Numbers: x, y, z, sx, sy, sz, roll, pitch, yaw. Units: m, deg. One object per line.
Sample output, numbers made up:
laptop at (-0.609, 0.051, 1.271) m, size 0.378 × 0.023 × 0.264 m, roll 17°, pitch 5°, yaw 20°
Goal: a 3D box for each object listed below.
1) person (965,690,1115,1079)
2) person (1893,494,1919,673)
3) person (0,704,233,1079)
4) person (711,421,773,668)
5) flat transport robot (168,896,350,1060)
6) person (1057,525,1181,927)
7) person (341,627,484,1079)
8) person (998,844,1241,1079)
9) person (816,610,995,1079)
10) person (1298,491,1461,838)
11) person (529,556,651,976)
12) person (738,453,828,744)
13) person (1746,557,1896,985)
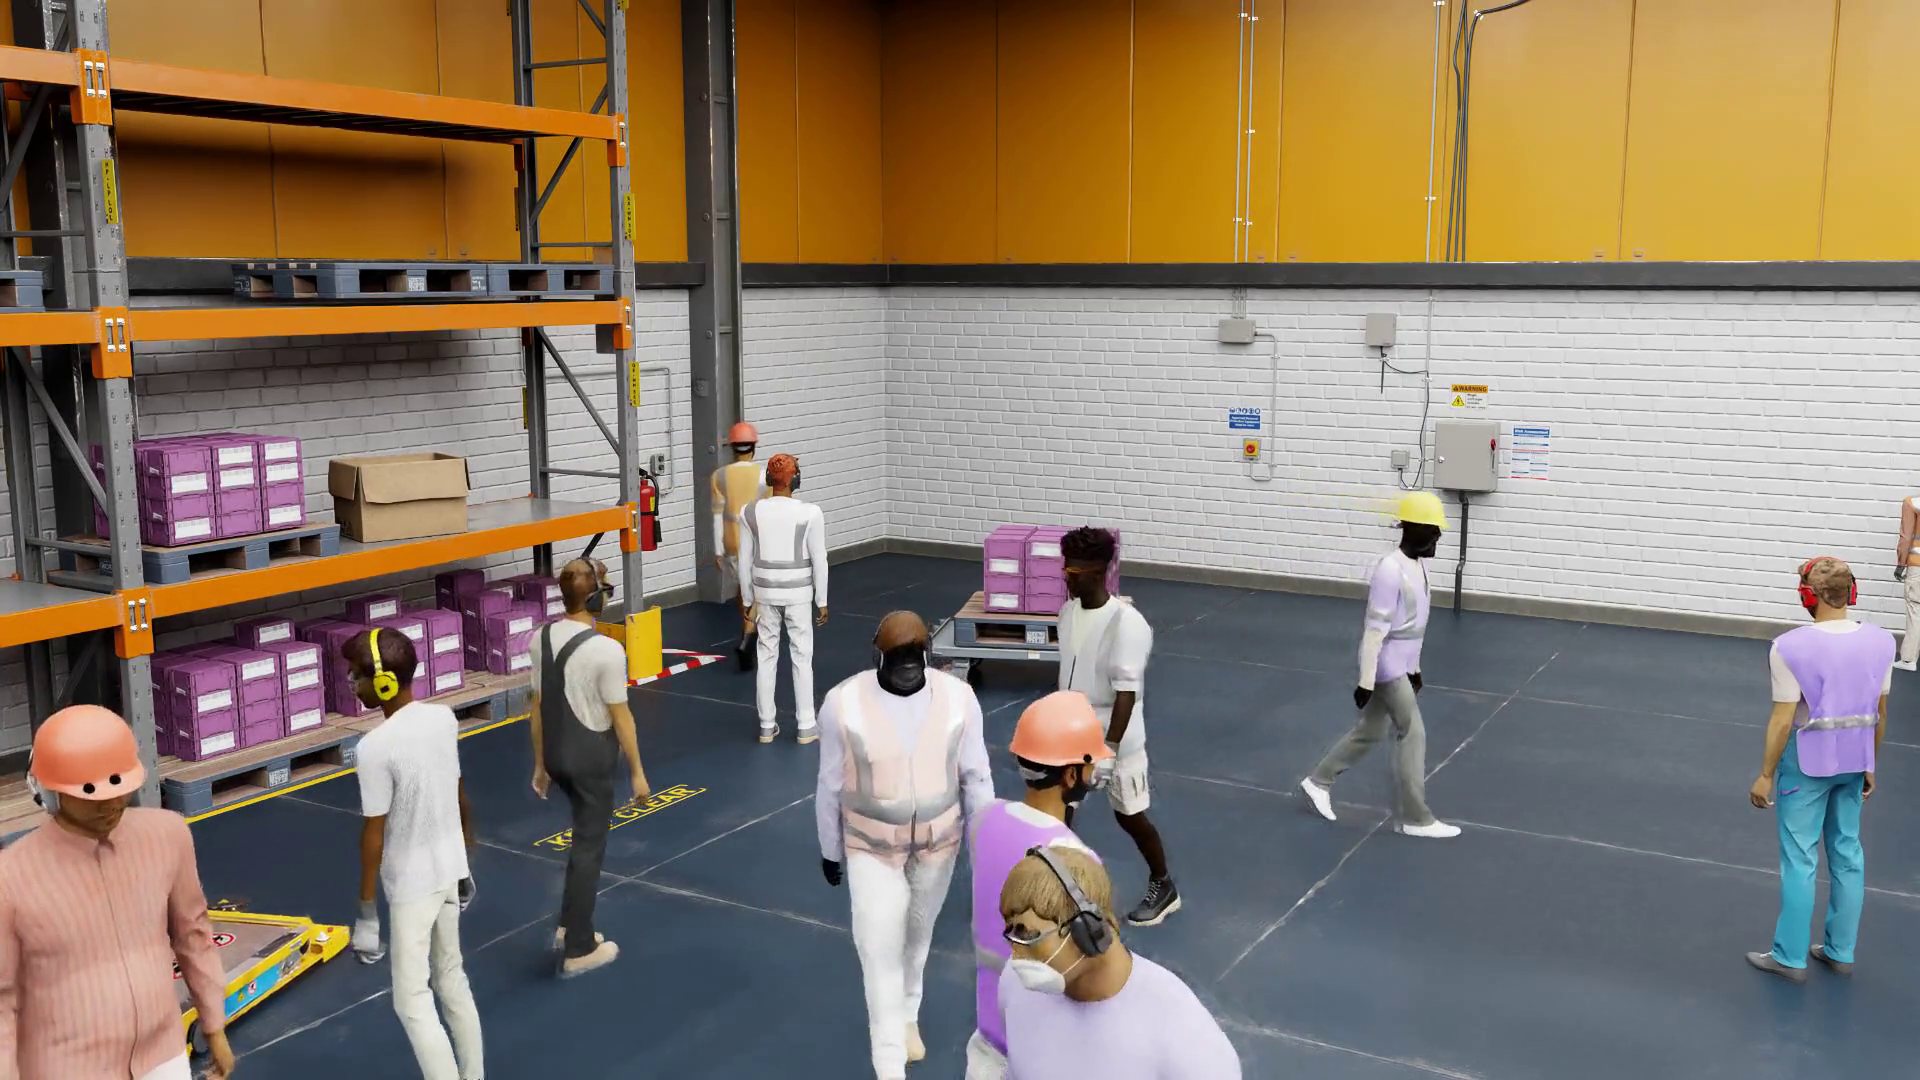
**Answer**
person at (0.178, 1.352, 4.654) m, size 0.961 × 1.902 × 0.560 m, roll -7°, pitch 12°, yaw -39°
person at (7.366, 0.201, 12.612) m, size 0.514 × 1.641 × 0.309 m, roll 1°, pitch 9°, yaw 4°
person at (-2.187, 1.369, 4.358) m, size 0.675 × 1.948 × 0.682 m, roll 5°, pitch 10°, yaw 28°
person at (-1.665, 0.023, 12.962) m, size 0.556 × 1.898 × 0.966 m, roll 1°, pitch 9°, yaw 3°
flat transport robot at (-3.182, 1.815, 6.802) m, size 0.652 × 0.197 × 1.431 m, roll 2°, pitch 9°, yaw 10°
person at (0.632, 0.879, 7.547) m, size 0.989 × 1.920 × 0.607 m, roll -7°, pitch 11°, yaw -37°
person at (-1.870, 1.202, 5.740) m, size 0.385 × 1.847 × 0.595 m, roll 2°, pitch 9°, yaw 13°
person at (0.358, 1.543, 3.447) m, size 0.760 × 1.891 × 0.520 m, roll 9°, pitch 12°, yaw 43°
person at (-0.179, 1.161, 6.109) m, size 0.639 × 1.793 × 0.948 m, roll -2°, pitch 9°, yaw -14°
person at (2.274, 0.657, 9.023) m, size 0.872 × 1.890 × 0.586 m, roll 4°, pitch 10°, yaw 23°
person at (-1.586, 0.975, 7.195) m, size 0.520 × 1.826 × 0.463 m, roll 7°, pitch 11°, yaw 36°
person at (-1.134, 0.379, 10.740) m, size 0.583 × 1.882 × 0.338 m, roll 1°, pitch 9°, yaw 9°
person at (3.670, 0.988, 7.089) m, size 0.563 × 1.837 × 0.389 m, roll -2°, pitch 9°, yaw -11°
